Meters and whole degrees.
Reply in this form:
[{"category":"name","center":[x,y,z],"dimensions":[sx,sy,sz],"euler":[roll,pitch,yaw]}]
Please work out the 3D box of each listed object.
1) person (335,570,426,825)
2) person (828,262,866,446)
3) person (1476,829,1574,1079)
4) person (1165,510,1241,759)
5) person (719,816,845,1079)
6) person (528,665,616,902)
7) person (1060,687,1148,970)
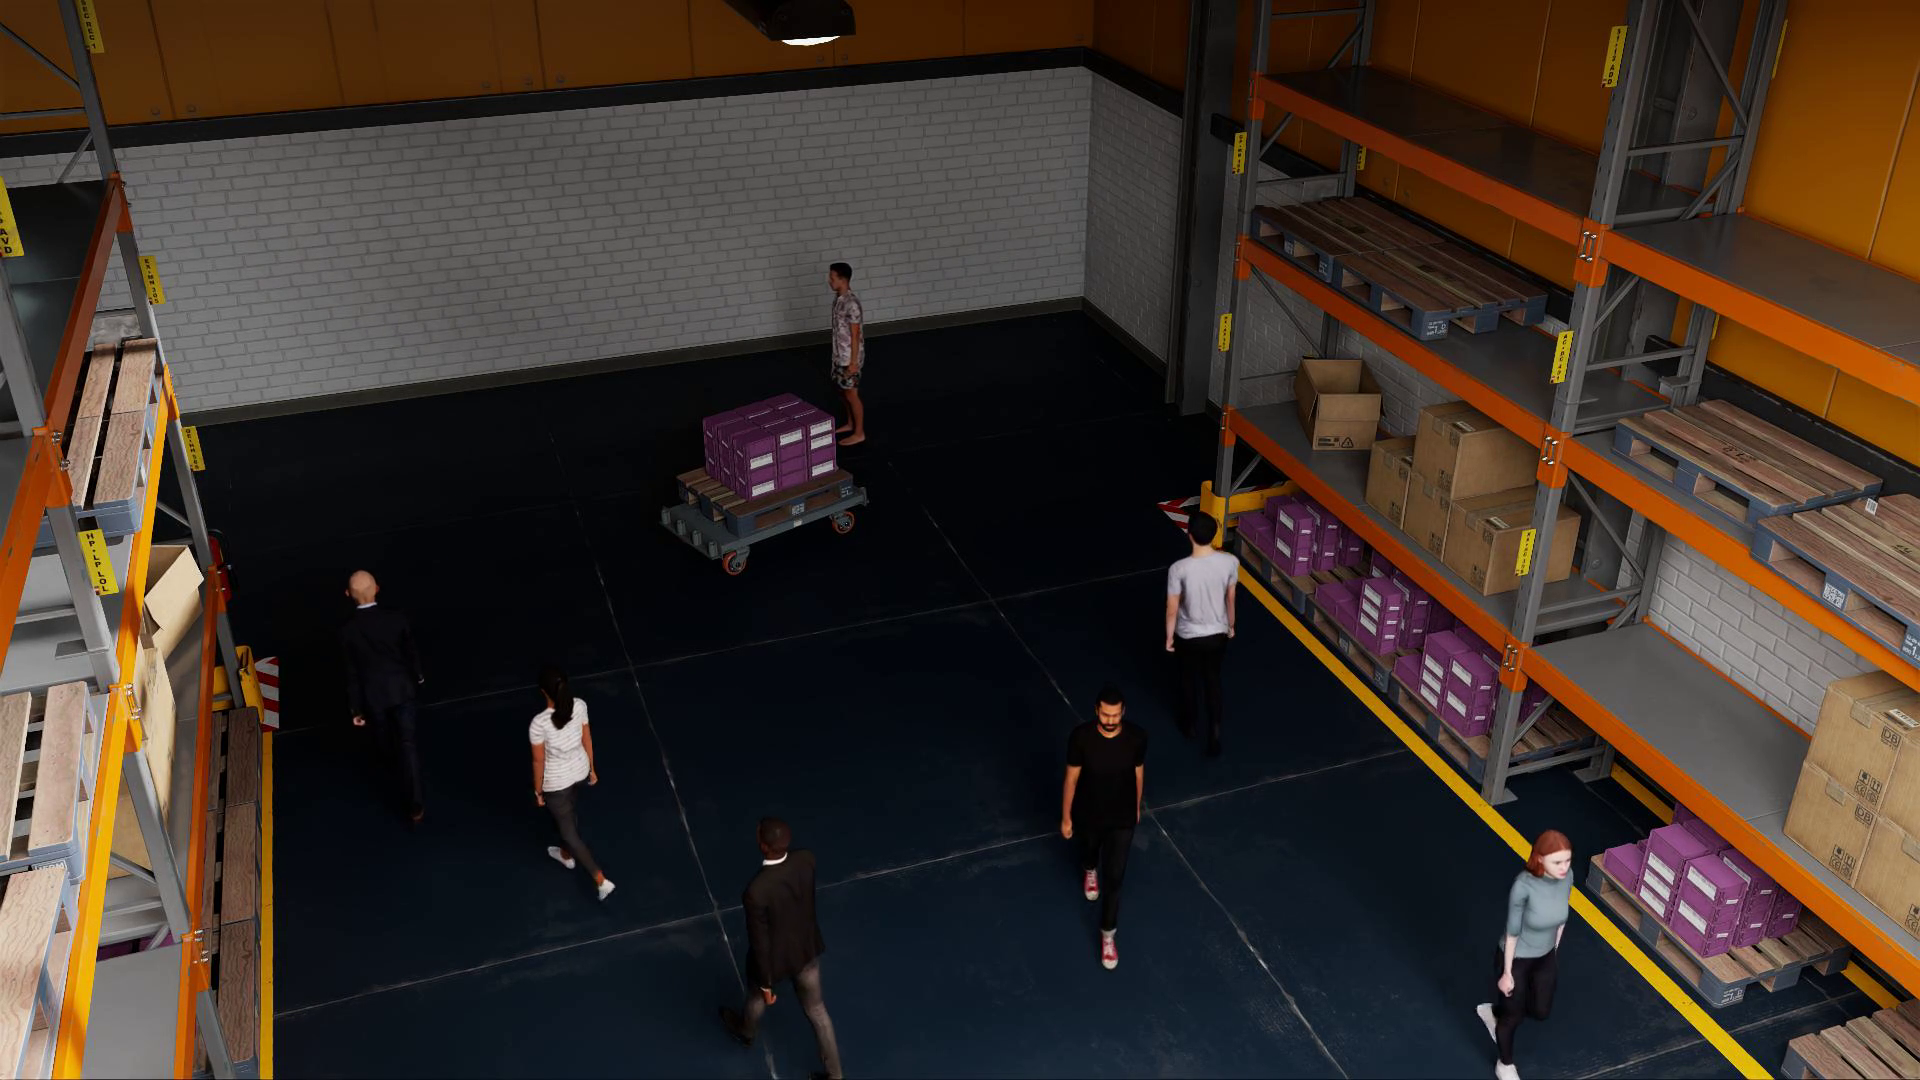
[{"category":"person","center":[-3.760,1.062,10.969],"dimensions":[0.696,1.758,1.188],"euler":[-11,31,-19]},{"category":"person","center":[-1.082,-1.834,16.224],"dimensions":[0.731,1.811,0.501],"euler":[-11,30,-19]},{"category":"person","center":[2.980,2.203,8.906],"dimensions":[0.585,1.730,0.743],"euler":[-9,30,-16]},{"category":"person","center":[1.693,0.699,11.547],"dimensions":[0.833,1.843,1.037],"euler":[-3,29,-5]},{"category":"person","center":[-0.850,2.248,8.806],"dimensions":[0.967,1.747,1.272],"euler":[-24,36,-36]},{"category":"person","center":[-2.398,1.512,10.288],"dimensions":[1.119,1.621,0.888],"euler":[23,36,36]},{"category":"person","center":[0.858,1.596,10.035],"dimensions":[0.942,1.715,1.255],"euler":[0,29,1]}]
